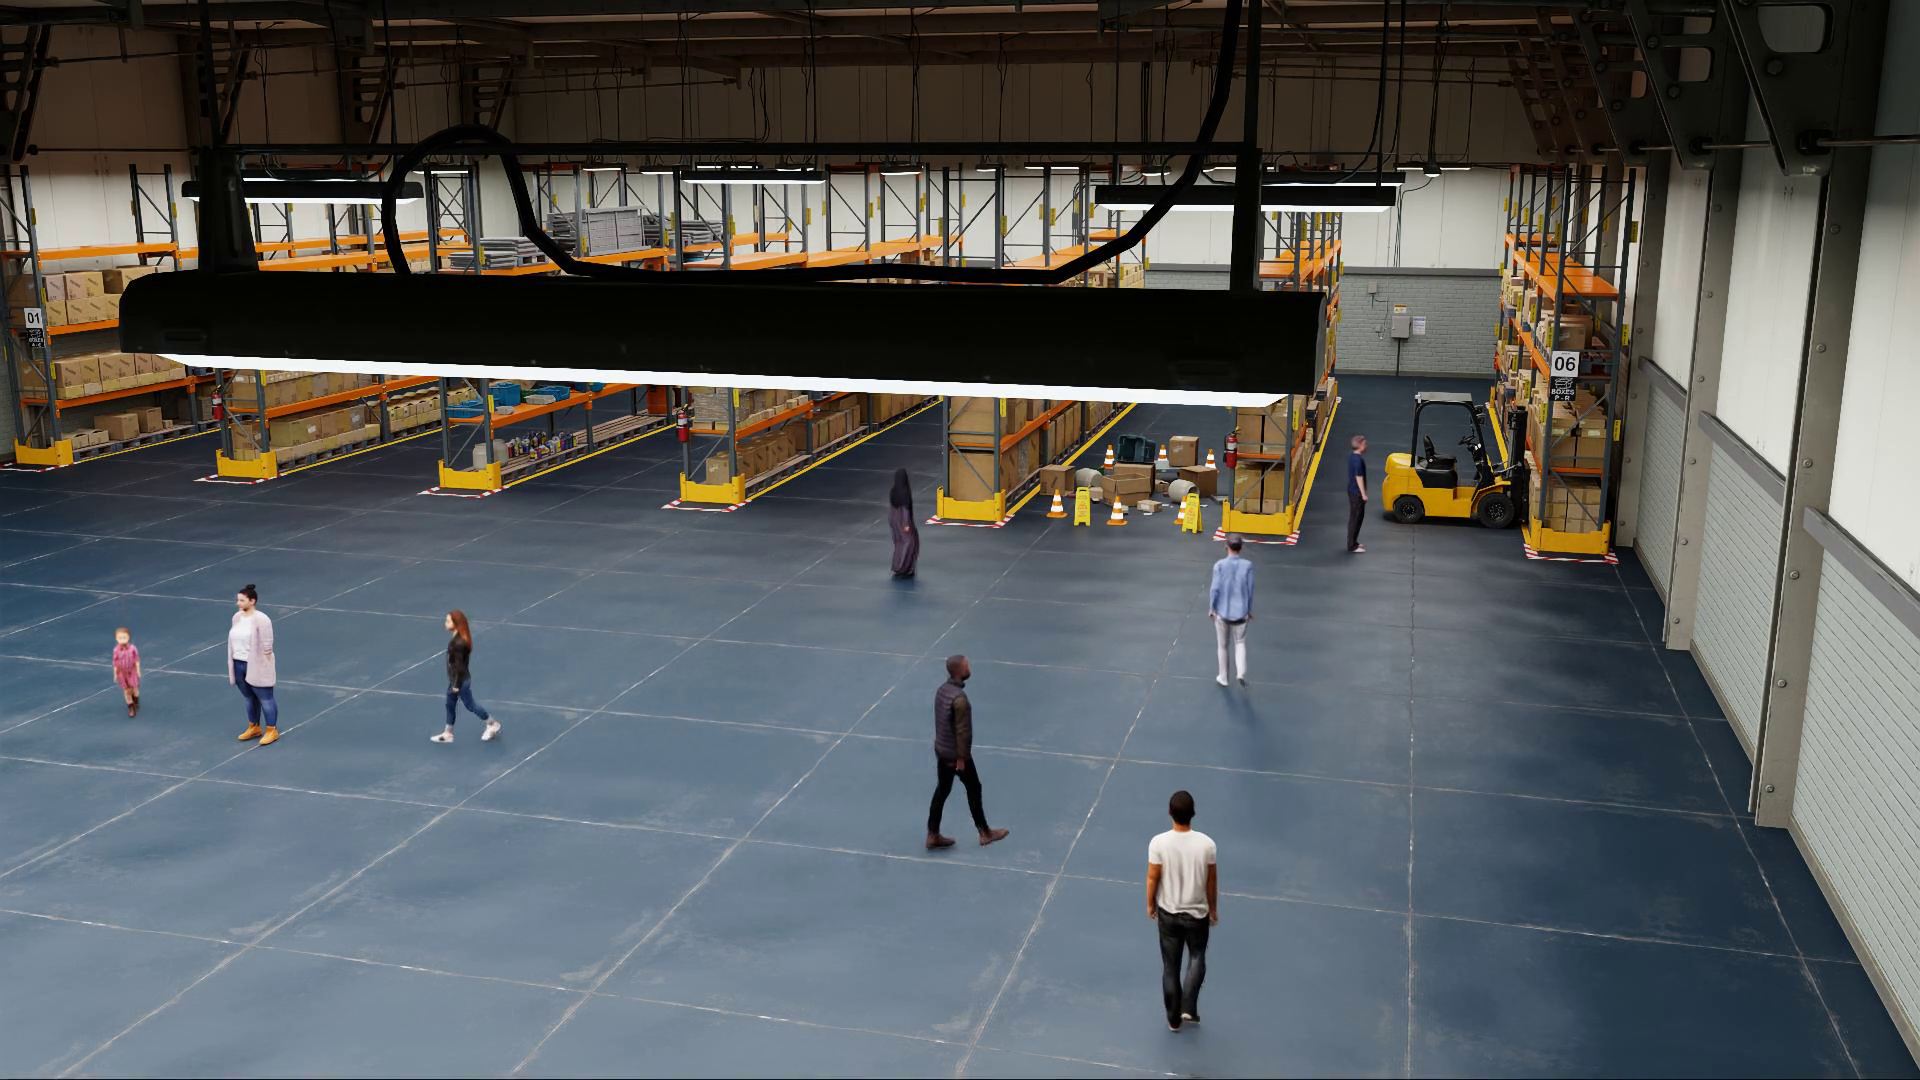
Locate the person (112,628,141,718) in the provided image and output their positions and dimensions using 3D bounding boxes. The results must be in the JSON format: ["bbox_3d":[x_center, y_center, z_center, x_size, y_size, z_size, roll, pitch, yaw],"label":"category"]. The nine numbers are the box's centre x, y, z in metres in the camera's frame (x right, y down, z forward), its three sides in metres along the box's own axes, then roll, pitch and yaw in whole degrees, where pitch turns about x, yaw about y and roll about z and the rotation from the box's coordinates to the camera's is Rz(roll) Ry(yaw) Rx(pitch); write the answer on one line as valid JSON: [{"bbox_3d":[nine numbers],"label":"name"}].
[{"bbox_3d":[-9.418,1.479,18.807,0.573,1.014,0.640,-6,14,-25],"label":"person"}]

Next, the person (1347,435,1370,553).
[{"bbox_3d":[6.287,-0.740,26.496,0.739,1.867,0.539,3,13,11],"label":"person"}]

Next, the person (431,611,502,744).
[{"bbox_3d":[-5.280,1.477,17.832,0.985,1.458,0.969,-6,14,-25],"label":"person"}]

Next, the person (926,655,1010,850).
[{"bbox_3d":[-0.138,1.945,15.035,1.116,1.808,1.088,-5,14,-21],"label":"person"}]

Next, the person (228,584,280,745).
[{"bbox_3d":[-7.585,1.319,17.880,0.728,1.743,0.680,6,14,24],"label":"person"}]

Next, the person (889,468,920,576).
[{"bbox_3d":[-0.902,-0.274,25.064,0.974,1.607,0.917,-5,14,-19],"label":"person"}]

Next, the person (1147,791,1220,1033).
[{"bbox_3d":[1.588,2.683,11.866,0.714,1.800,0.711,2,13,7],"label":"person"}]

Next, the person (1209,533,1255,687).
[{"bbox_3d":[3.207,0.858,19.575,0.800,1.877,0.923,0,13,-1],"label":"person"}]
